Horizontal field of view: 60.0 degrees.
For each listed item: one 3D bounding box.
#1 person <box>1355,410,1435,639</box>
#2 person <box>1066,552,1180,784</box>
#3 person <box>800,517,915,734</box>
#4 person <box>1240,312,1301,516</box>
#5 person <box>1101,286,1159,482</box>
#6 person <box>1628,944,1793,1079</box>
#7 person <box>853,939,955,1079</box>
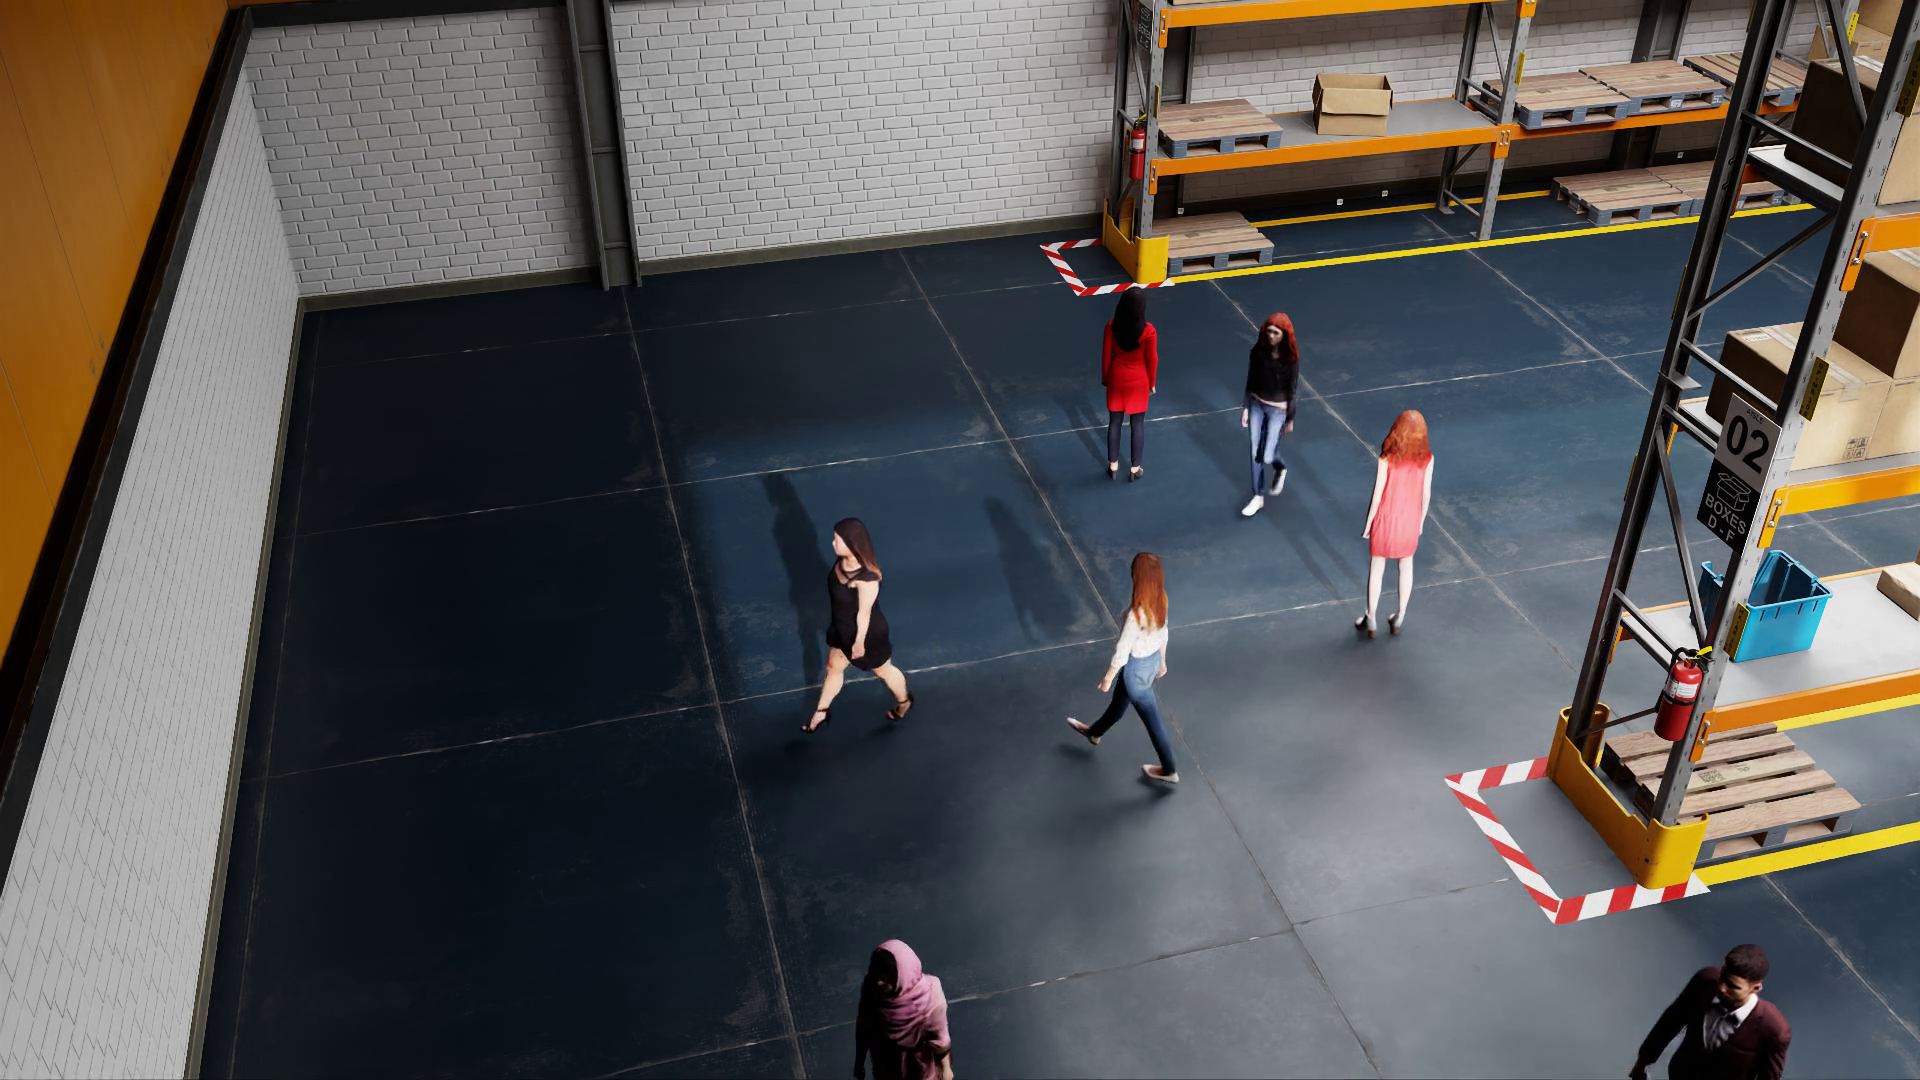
[{"bbox_3d":[3.107,-0.108,11.876,0.505,1.826,0.689,-4,34,-5],"label":"person"},{"bbox_3d":[1.224,0.857,10.552,1.122,1.686,1.083,19,38,26],"label":"person"},{"bbox_3d":[-0.572,0.593,10.962,1.046,1.671,0.737,-12,35,-17],"label":"person"},{"bbox_3d":[2.513,-1.040,13.328,0.797,1.772,0.879,23,40,30],"label":"person"},{"bbox_3d":[1.386,-1.286,13.720,0.707,1.748,0.793,9,35,13],"label":"person"},{"bbox_3d":[3.585,2.566,7.858,1.214,1.822,0.886,-16,37,-23],"label":"person"},{"bbox_3d":[-0.209,2.484,8.165,0.801,1.618,0.849,19,38,26],"label":"person"}]
